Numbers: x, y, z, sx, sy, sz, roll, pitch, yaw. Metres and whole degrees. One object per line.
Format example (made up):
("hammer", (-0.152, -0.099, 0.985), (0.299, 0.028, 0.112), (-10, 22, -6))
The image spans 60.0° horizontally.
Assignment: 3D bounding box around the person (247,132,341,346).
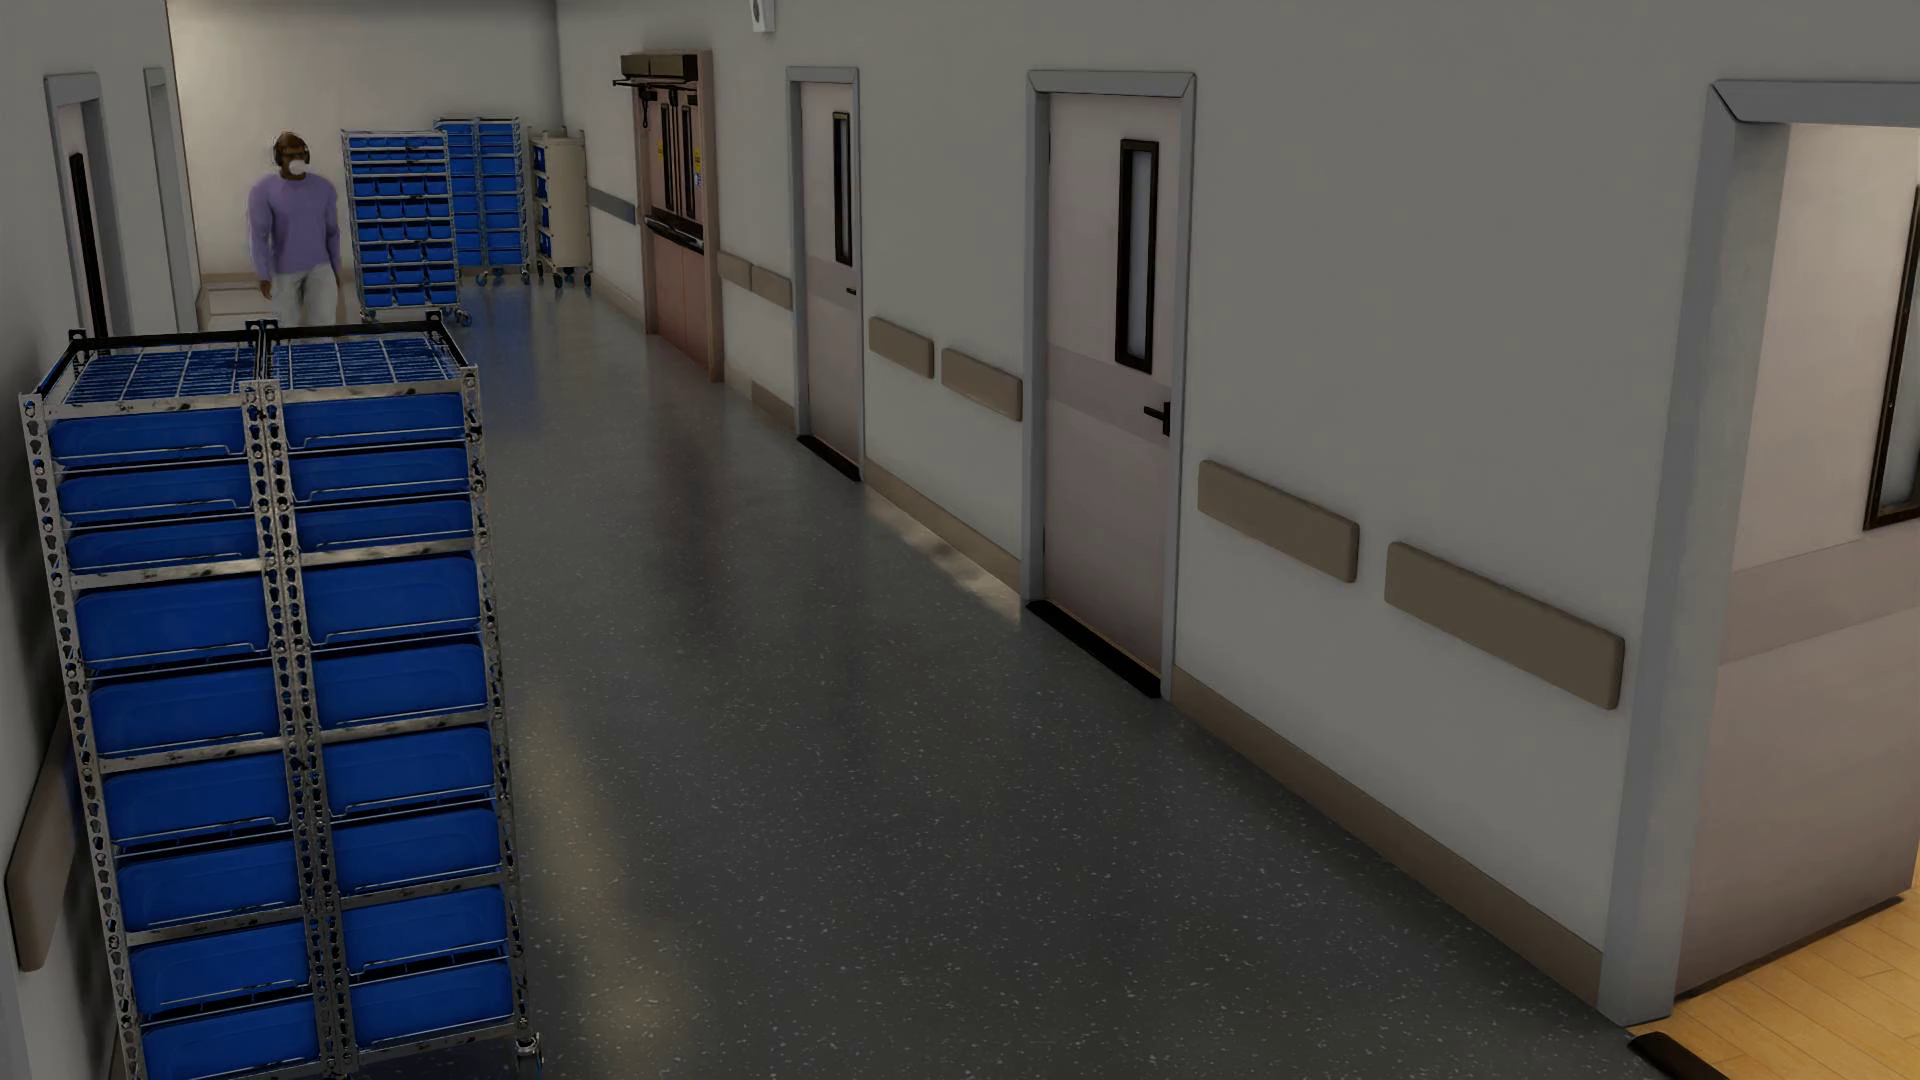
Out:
("person", (-4.719, -1.937, 11.840), (0.648, 1.897, 1.020), (-13, 21, -38))
